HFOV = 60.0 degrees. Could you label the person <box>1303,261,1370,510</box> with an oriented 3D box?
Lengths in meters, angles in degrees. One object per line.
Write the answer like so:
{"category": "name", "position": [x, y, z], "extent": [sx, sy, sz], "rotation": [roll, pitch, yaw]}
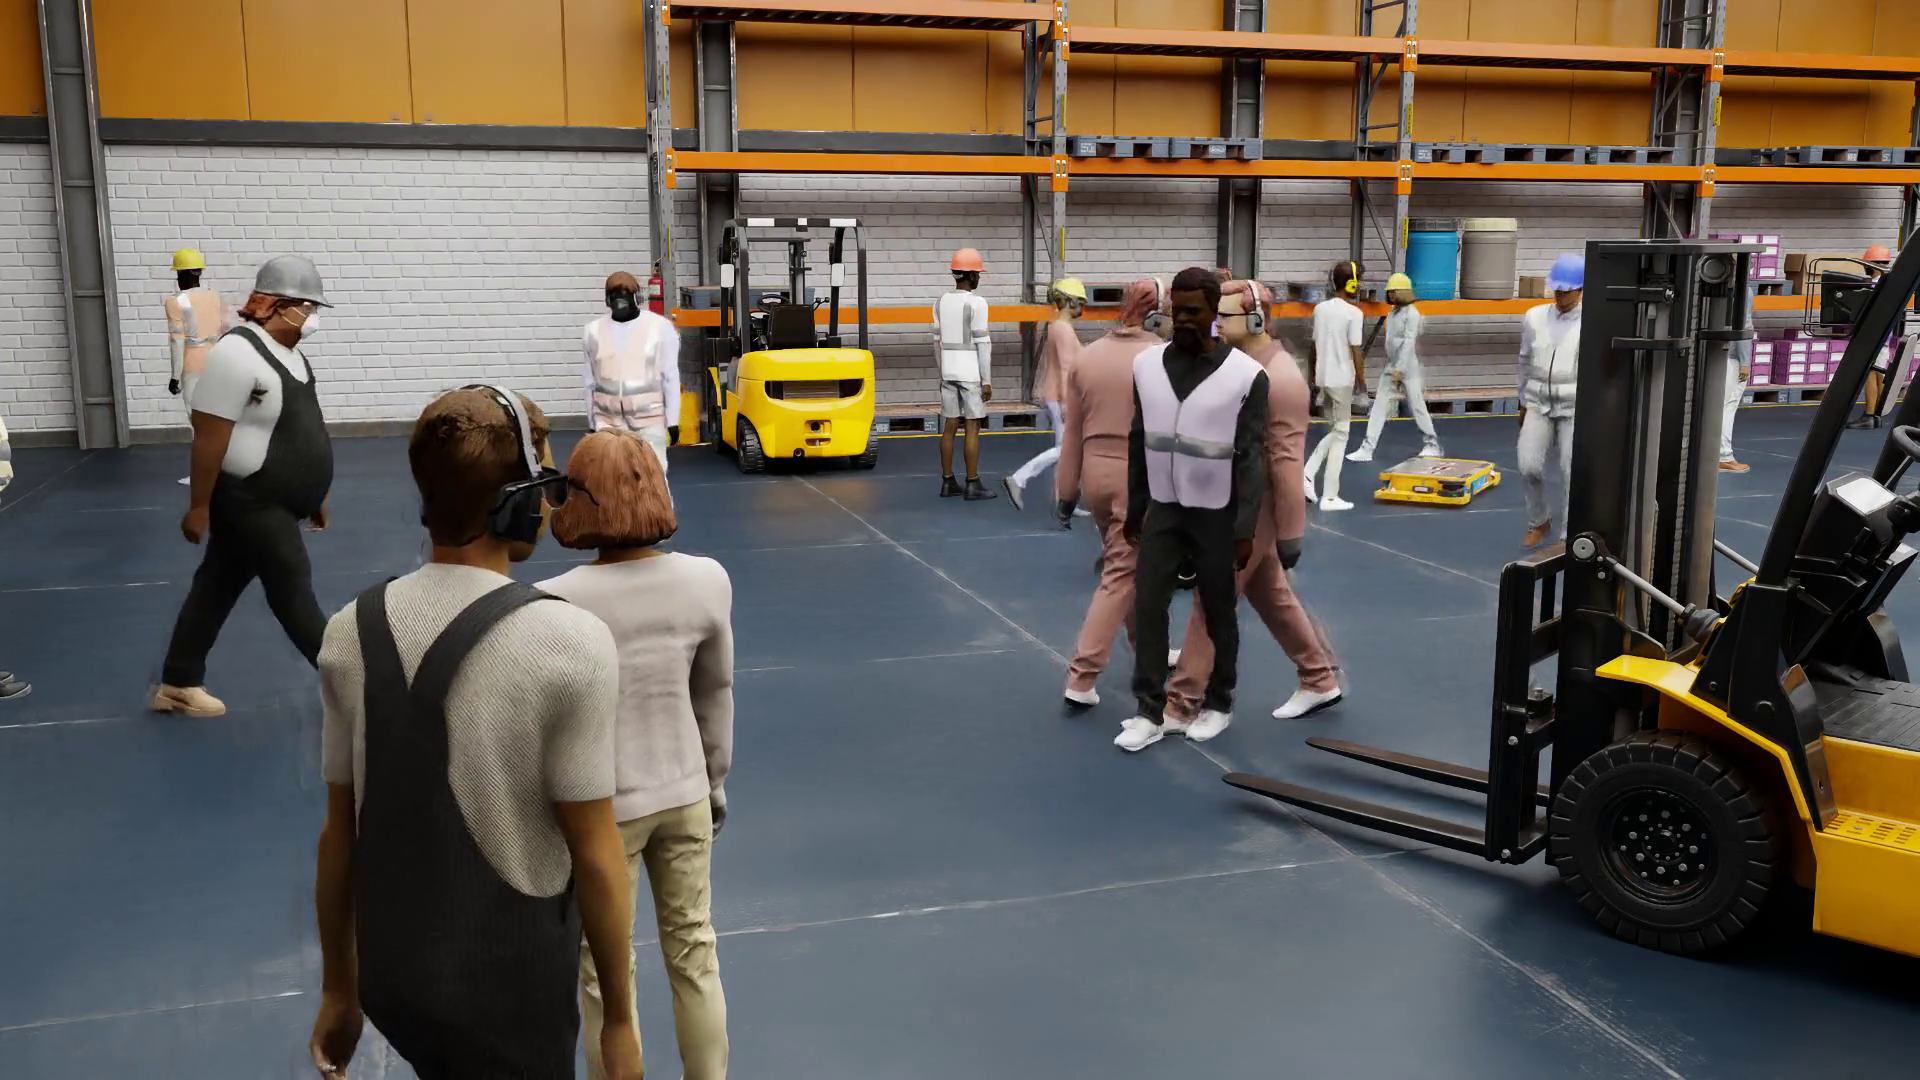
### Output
{"category": "person", "position": [2.774, -1.119, 12.229], "extent": [0.417, 1.847, 0.532], "rotation": [-5, 11, -25]}

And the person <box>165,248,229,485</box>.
{"category": "person", "position": [-6.236, -1.411, 13.621], "extent": [0.363, 1.927, 0.587], "rotation": [4, 11, 21]}

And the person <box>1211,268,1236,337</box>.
{"category": "person", "position": [1.927, -1.192, 12.809], "extent": [0.570, 1.797, 0.975], "rotation": [10, 14, 44]}

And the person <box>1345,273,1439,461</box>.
{"category": "person", "position": [3.977, -1.551, 15.023], "extent": [0.892, 1.698, 0.494], "rotation": [-4, 11, -20]}

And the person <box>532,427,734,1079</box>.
{"category": "person", "position": [-0.699, 0.576, 3.523], "extent": [0.500, 1.636, 0.282], "rotation": [-9, 14, -41]}

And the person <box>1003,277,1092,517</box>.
{"category": "person", "position": [0.646, -1.011, 11.953], "extent": [0.590, 1.738, 0.528], "rotation": [-1, 10, -5]}

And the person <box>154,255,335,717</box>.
{"category": "person", "position": [-2.935, -0.258, 6.984], "extent": [1.102, 2.000, 0.690], "rotation": [-1, 10, -8]}

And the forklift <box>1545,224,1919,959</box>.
{"category": "forklift", "position": [2.909, 0.117, 4.508], "extent": [2.313, 2.155, 1.214], "rotation": [9, 14, 40]}

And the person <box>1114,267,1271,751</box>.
{"category": "person", "position": [0.879, -0.102, 6.513], "extent": [0.645, 1.895, 0.777], "rotation": [7, 13, 34]}

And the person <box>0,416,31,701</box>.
{"category": "person", "position": [-4.349, -0.197, 7.244], "extent": [0.403, 1.825, 0.593], "rotation": [-9, 14, -40]}

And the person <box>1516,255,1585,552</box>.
{"category": "person", "position": [3.729, -0.797, 10.339], "extent": [0.638, 1.905, 0.579], "rotation": [9, 14, 41]}

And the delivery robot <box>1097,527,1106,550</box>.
{"category": "delivery robot", "position": [1.173, -0.077, 9.815], "extent": [0.707, 0.478, 0.477], "rotation": [4, 11, 22]}

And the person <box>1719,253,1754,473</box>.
{"category": "person", "position": [6.627, -1.554, 14.369], "extent": [0.356, 1.938, 0.638], "rotation": [-1, 10, -6]}

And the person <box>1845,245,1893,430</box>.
{"category": "person", "position": [9.585, -2.124, 17.498], "extent": [0.547, 1.938, 0.378], "rotation": [-9, 13, -39]}

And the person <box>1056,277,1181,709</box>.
{"category": "person", "position": [0.745, -0.209, 7.254], "extent": [0.663, 1.854, 0.990], "rotation": [10, 14, 44]}

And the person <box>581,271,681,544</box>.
{"category": "person", "position": [-2.039, -0.768, 10.393], "extent": [0.631, 1.821, 0.794], "rotation": [0, 10, 2]}

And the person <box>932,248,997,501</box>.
{"category": "person", "position": [0.045, -1.273, 12.832], "extent": [0.549, 1.937, 0.358], "rotation": [10, 14, 42]}

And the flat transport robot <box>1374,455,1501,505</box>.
{"category": "flat transport robot", "position": [3.769, -0.481, 13.063], "extent": [0.652, 0.197, 1.431], "rotation": [6, 12, 28]}

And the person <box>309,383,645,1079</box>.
{"category": "person", "position": [-0.763, 0.688, 2.435], "extent": [0.535, 1.821, 0.806], "rotation": [5, 11, 24]}

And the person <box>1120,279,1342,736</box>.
{"category": "person", "position": [1.172, -0.127, 6.793], "extent": [1.000, 1.864, 0.652], "rotation": [-2, 10, -10]}

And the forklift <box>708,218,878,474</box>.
{"category": "forklift", "position": [-1.522, -1.778, 14.899], "extent": [1.214, 2.155, 2.313], "rotation": [-3, 11, -17]}
